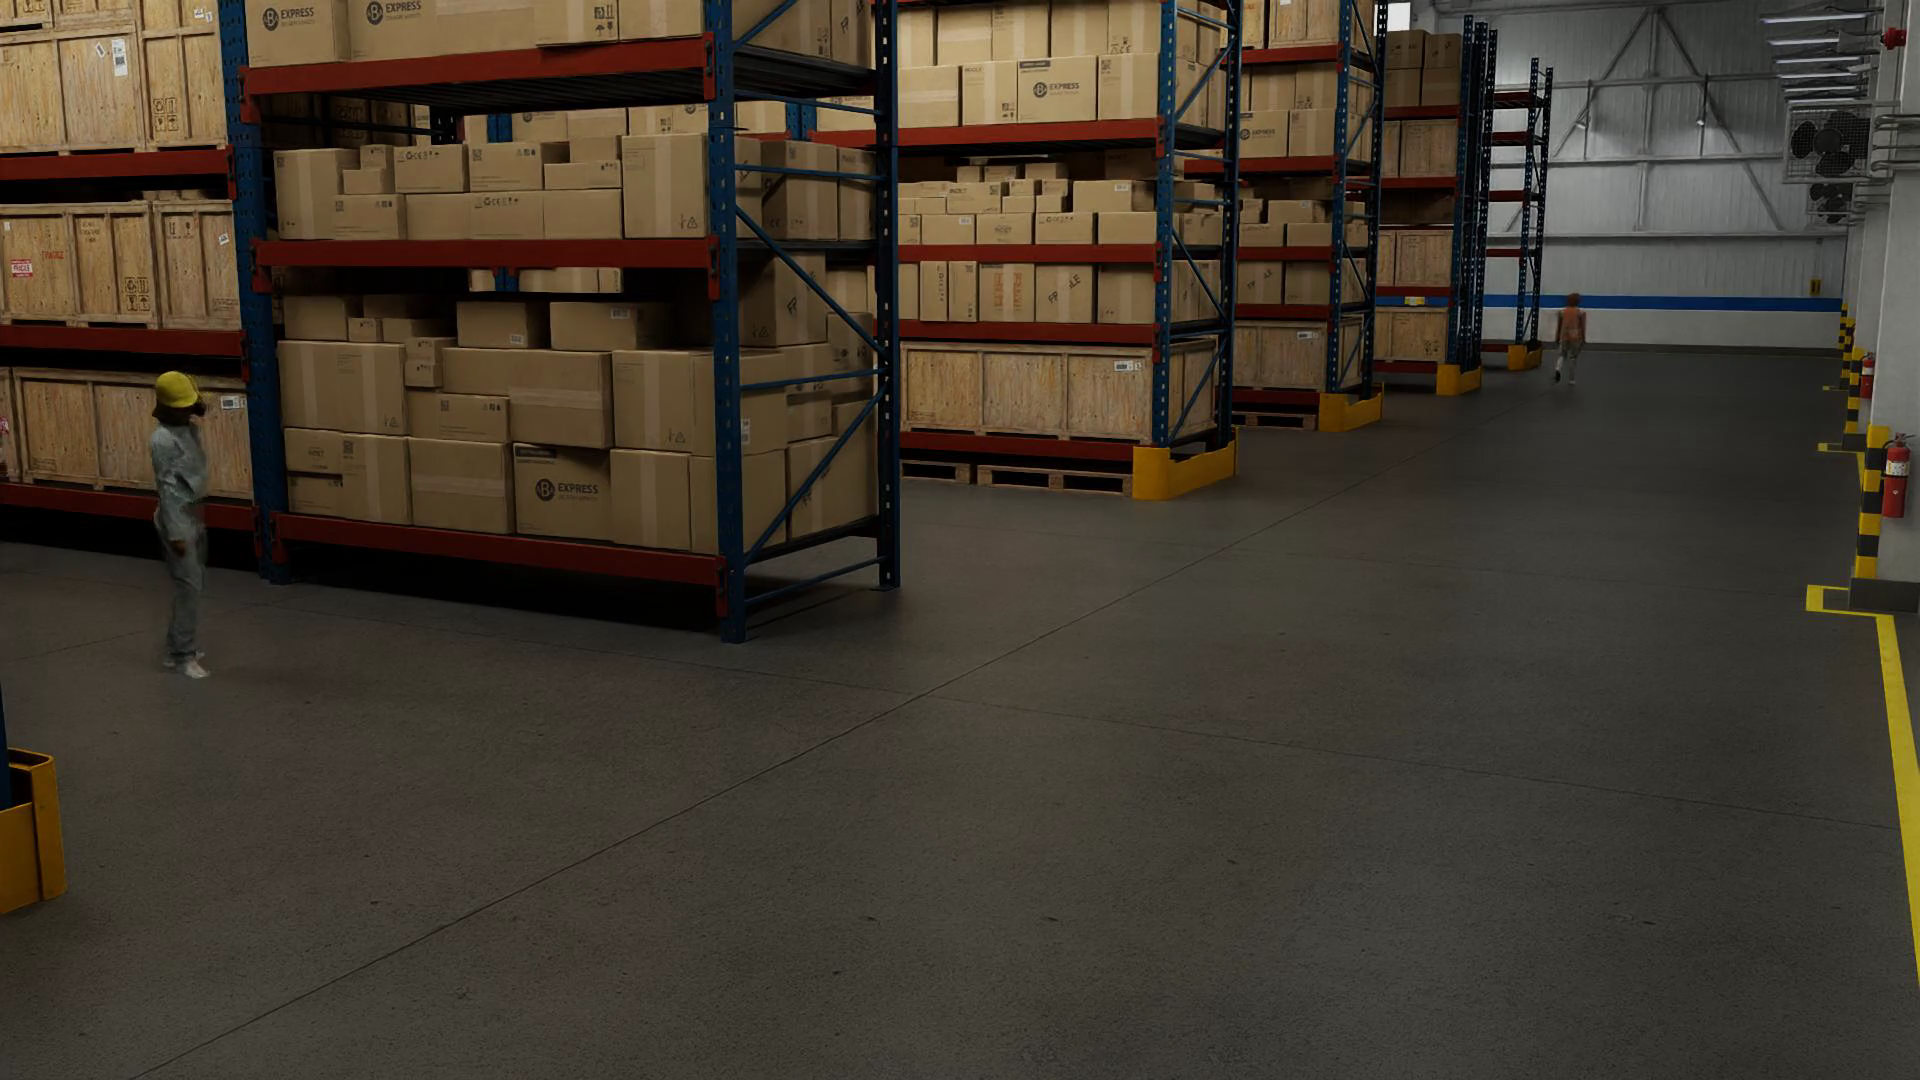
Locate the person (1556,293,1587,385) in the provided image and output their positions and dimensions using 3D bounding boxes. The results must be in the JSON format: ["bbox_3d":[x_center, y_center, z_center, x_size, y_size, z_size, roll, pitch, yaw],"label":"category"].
[{"bbox_3d":[10.837,-3.563,29.498,0.518,1.632,0.377,8,13,39],"label":"person"}]

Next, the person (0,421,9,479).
[{"bbox_3d":[-7.043,-0.577,11.677,0.544,1.803,0.601,5,11,26],"label":"person"}]

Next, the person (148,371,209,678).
[{"bbox_3d":[-4.287,-0.093,9.214,0.384,1.697,0.660,-1,10,-5],"label":"person"}]
